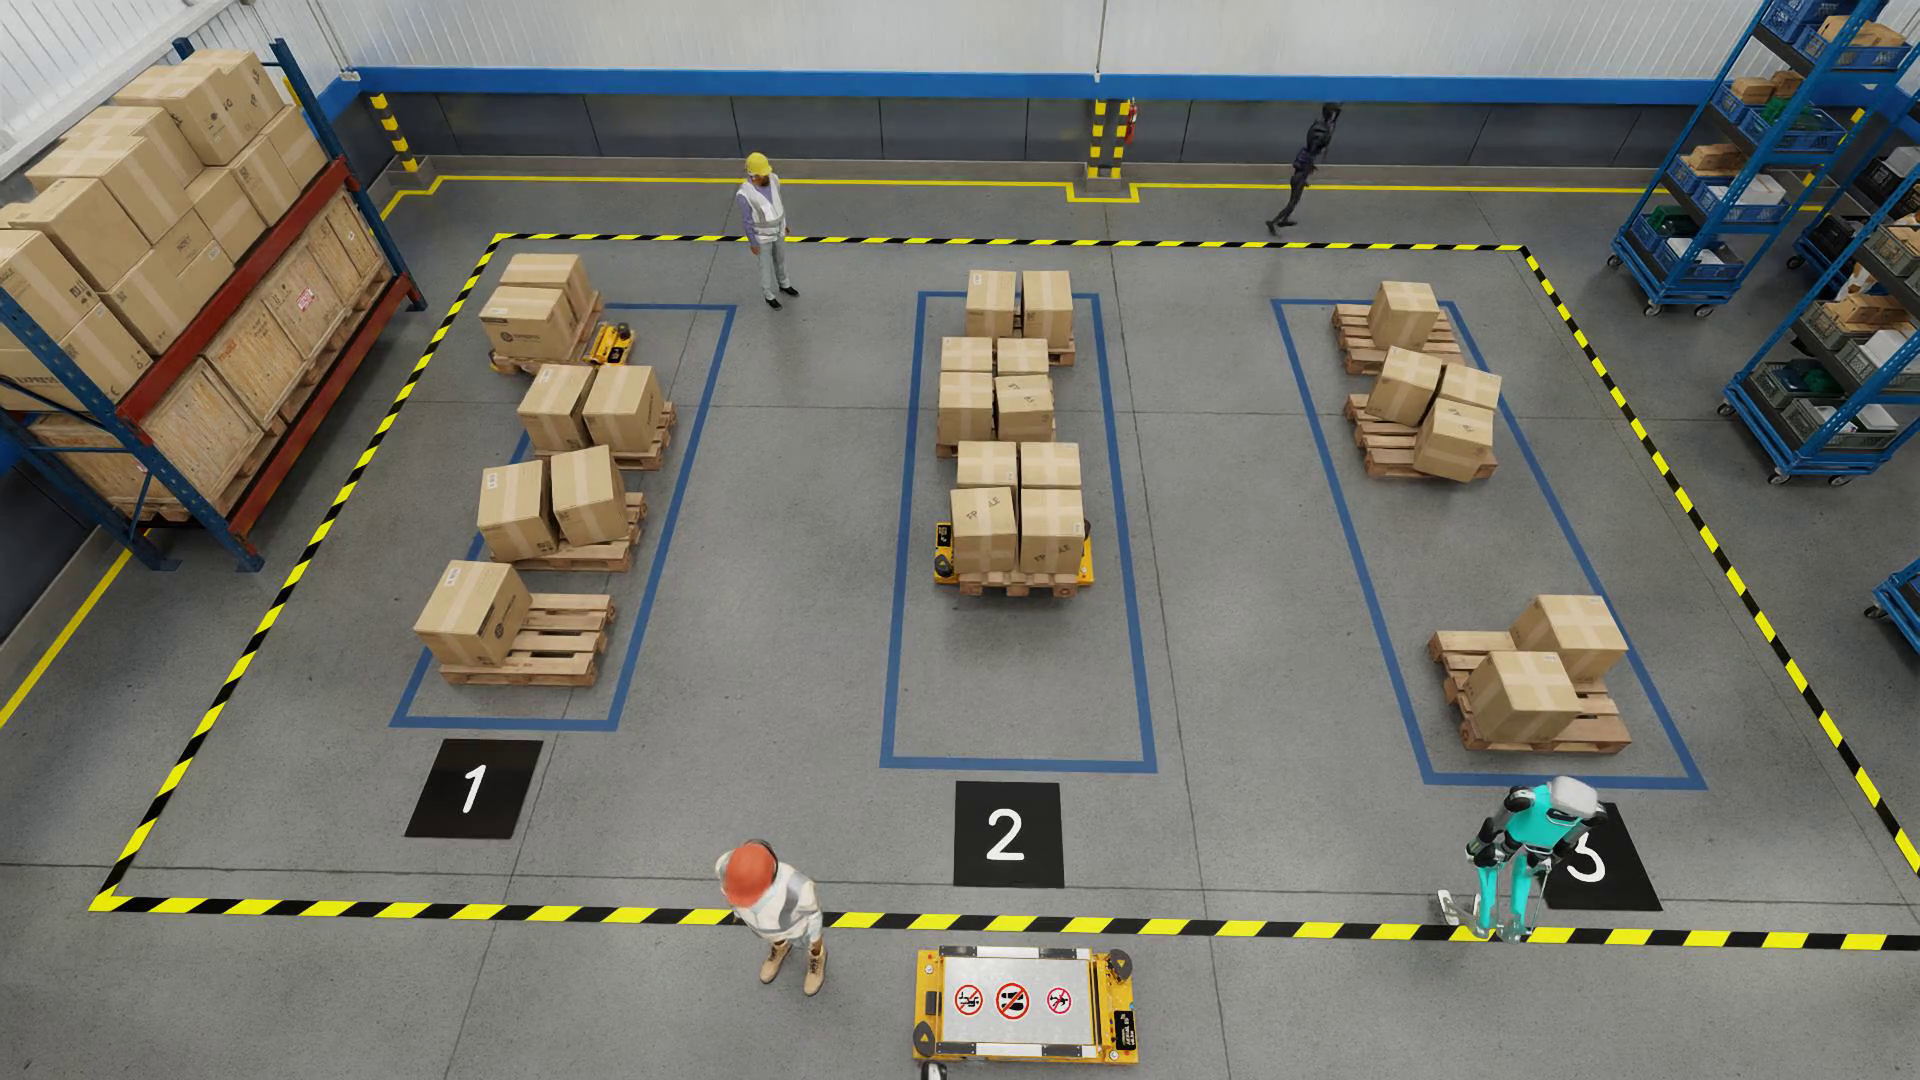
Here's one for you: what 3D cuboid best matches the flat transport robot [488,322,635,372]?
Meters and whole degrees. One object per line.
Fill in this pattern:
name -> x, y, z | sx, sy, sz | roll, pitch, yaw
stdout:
flat transport robot -> -4.443, -2.163, 10.231 | 1.431, 0.197, 0.652 | 1, 51, 1

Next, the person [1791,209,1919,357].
person -> 9.688, -2.825, 9.712 | 0.550, 1.936, 0.355 | -26, 55, -19

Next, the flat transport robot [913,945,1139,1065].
flat transport robot -> 0.422, 3.041, 6.007 | 1.431, 0.231, 0.659 | 1, 51, 1

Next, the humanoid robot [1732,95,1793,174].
humanoid robot -> 9.885, -4.821, 11.524 | 0.590, 1.625, 0.738 | 1, 51, 1

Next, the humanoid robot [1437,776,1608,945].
humanoid robot -> 3.481, 2.129, 5.719 | 0.533, 1.673, 0.735 | 10, 51, 8

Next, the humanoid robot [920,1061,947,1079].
humanoid robot -> -0.364, 3.217, 4.918 | 0.675, 1.806, 0.534 | 2, 51, 1

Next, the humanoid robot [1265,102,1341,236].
humanoid robot -> 4.221, -4.595, 11.327 | 0.465, 1.646, 0.609 | 21, 54, 16

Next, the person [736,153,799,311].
person -> -2.147, -3.470, 10.306 | 0.404, 1.828, 0.599 | 29, 57, 22

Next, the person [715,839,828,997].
person -> -1.106, 2.278, 5.487 | 0.610, 2.041, 0.378 | 13, 52, 10

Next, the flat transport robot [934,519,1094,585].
flat transport robot -> 0.490, 0.087, 8.397 | 1.431, 0.197, 0.652 | 1, 51, 1
